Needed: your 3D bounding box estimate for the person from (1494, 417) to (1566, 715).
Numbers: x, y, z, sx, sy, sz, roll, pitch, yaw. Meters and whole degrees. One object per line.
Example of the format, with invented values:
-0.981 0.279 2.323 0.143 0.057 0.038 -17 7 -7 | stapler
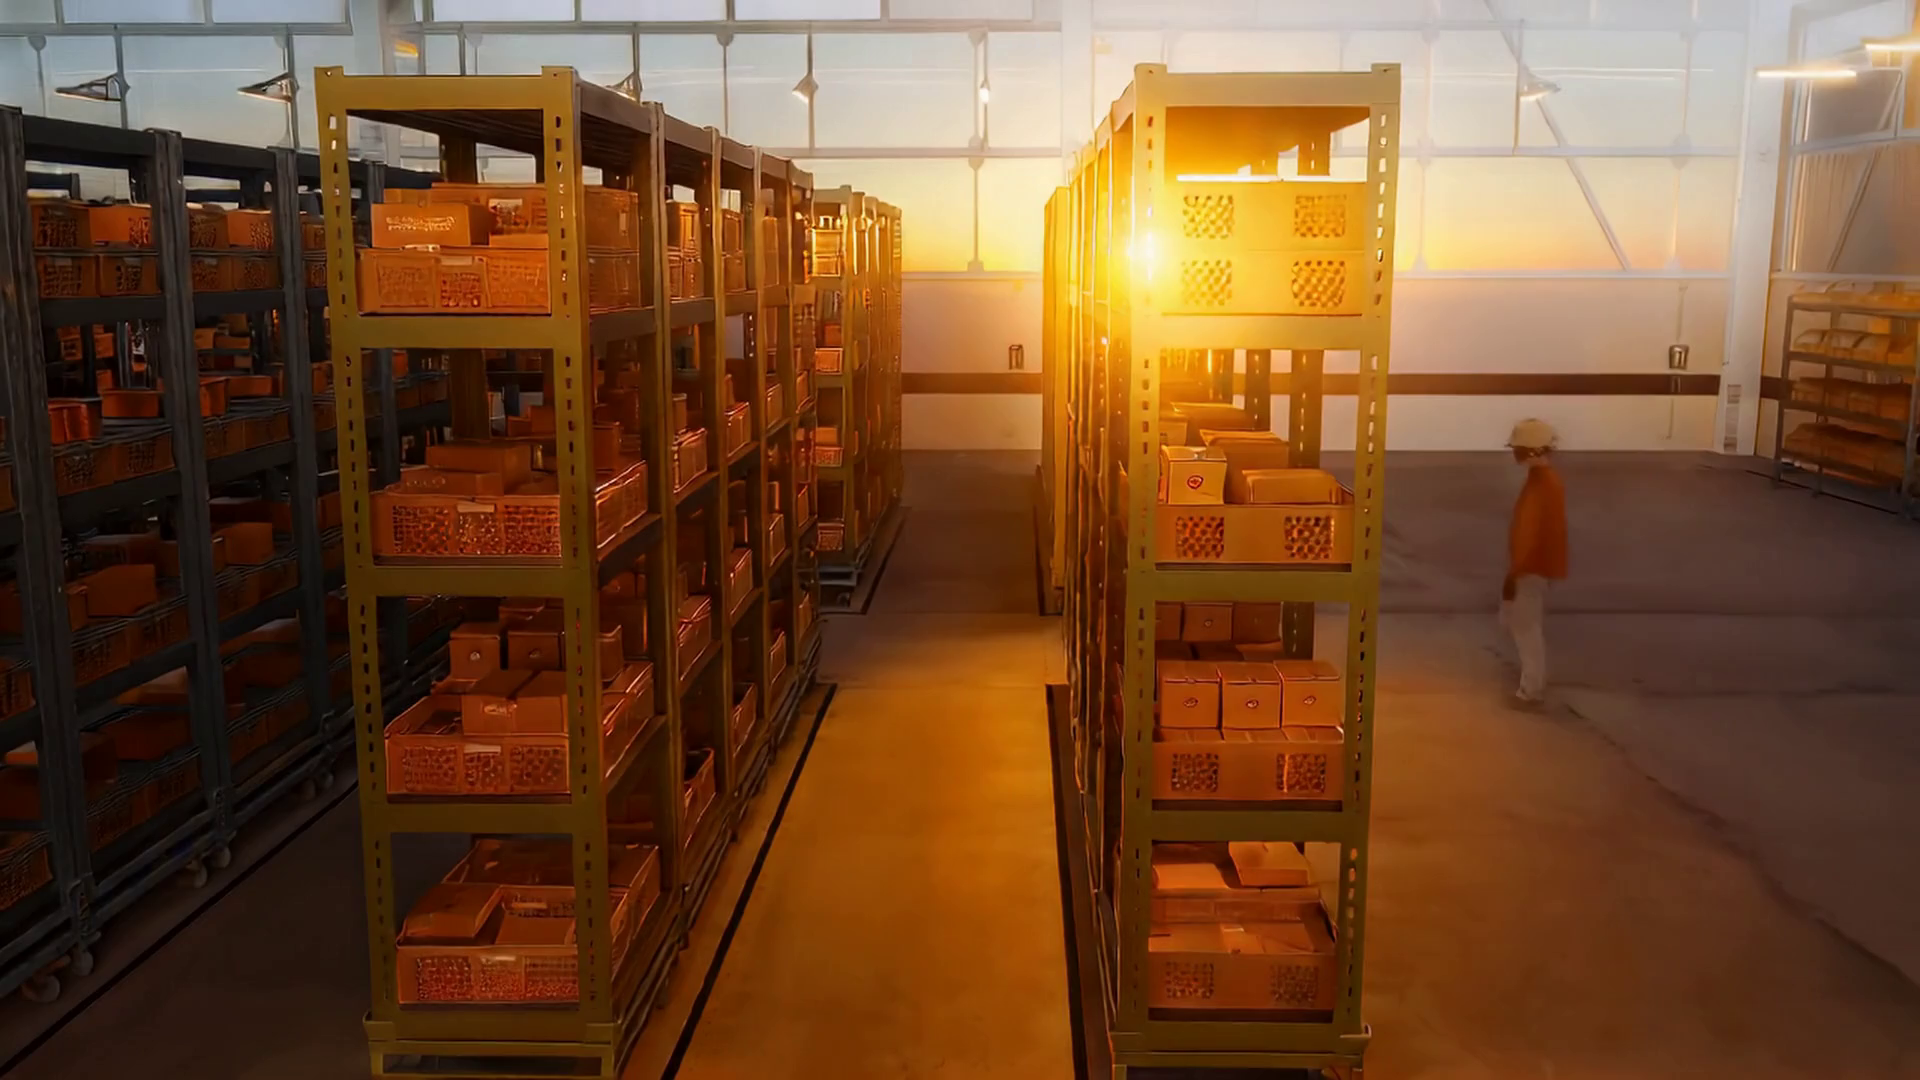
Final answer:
3.737 0.180 10.979 0.468 1.981 0.652 5 11 29 | person
